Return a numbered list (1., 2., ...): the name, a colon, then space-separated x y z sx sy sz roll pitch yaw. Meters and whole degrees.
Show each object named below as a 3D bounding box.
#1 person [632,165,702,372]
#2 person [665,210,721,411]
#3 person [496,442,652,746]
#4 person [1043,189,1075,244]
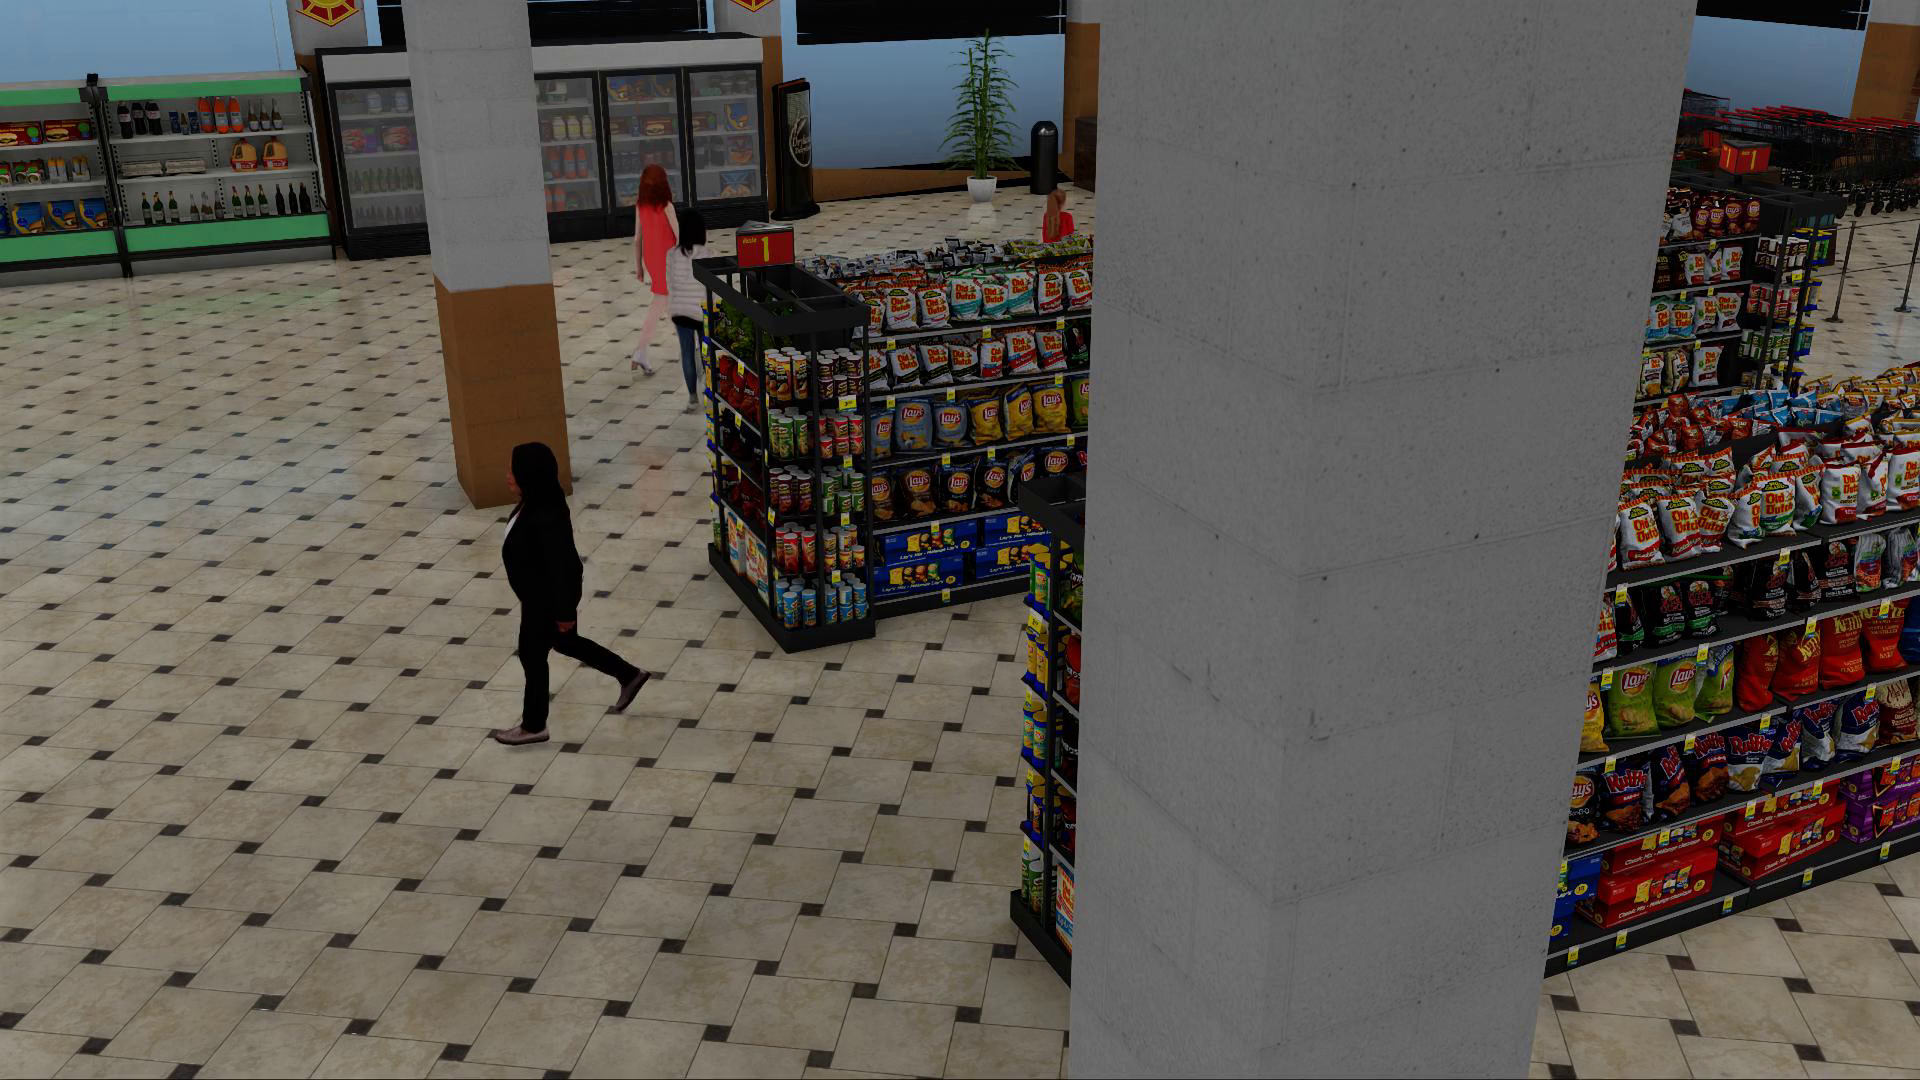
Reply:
1. person: -2.706 -2.347 14.684 0.989 1.775 1.239 15 26 33
2. person: -2.215 -1.859 13.716 1.076 1.590 0.934 -1 22 -3
3. person: -1.984 0.267 8.431 1.065 1.587 0.697 -8 23 -19
4. person: 0.980 -2.867 16.639 0.583 1.281 0.633 11 24 25
